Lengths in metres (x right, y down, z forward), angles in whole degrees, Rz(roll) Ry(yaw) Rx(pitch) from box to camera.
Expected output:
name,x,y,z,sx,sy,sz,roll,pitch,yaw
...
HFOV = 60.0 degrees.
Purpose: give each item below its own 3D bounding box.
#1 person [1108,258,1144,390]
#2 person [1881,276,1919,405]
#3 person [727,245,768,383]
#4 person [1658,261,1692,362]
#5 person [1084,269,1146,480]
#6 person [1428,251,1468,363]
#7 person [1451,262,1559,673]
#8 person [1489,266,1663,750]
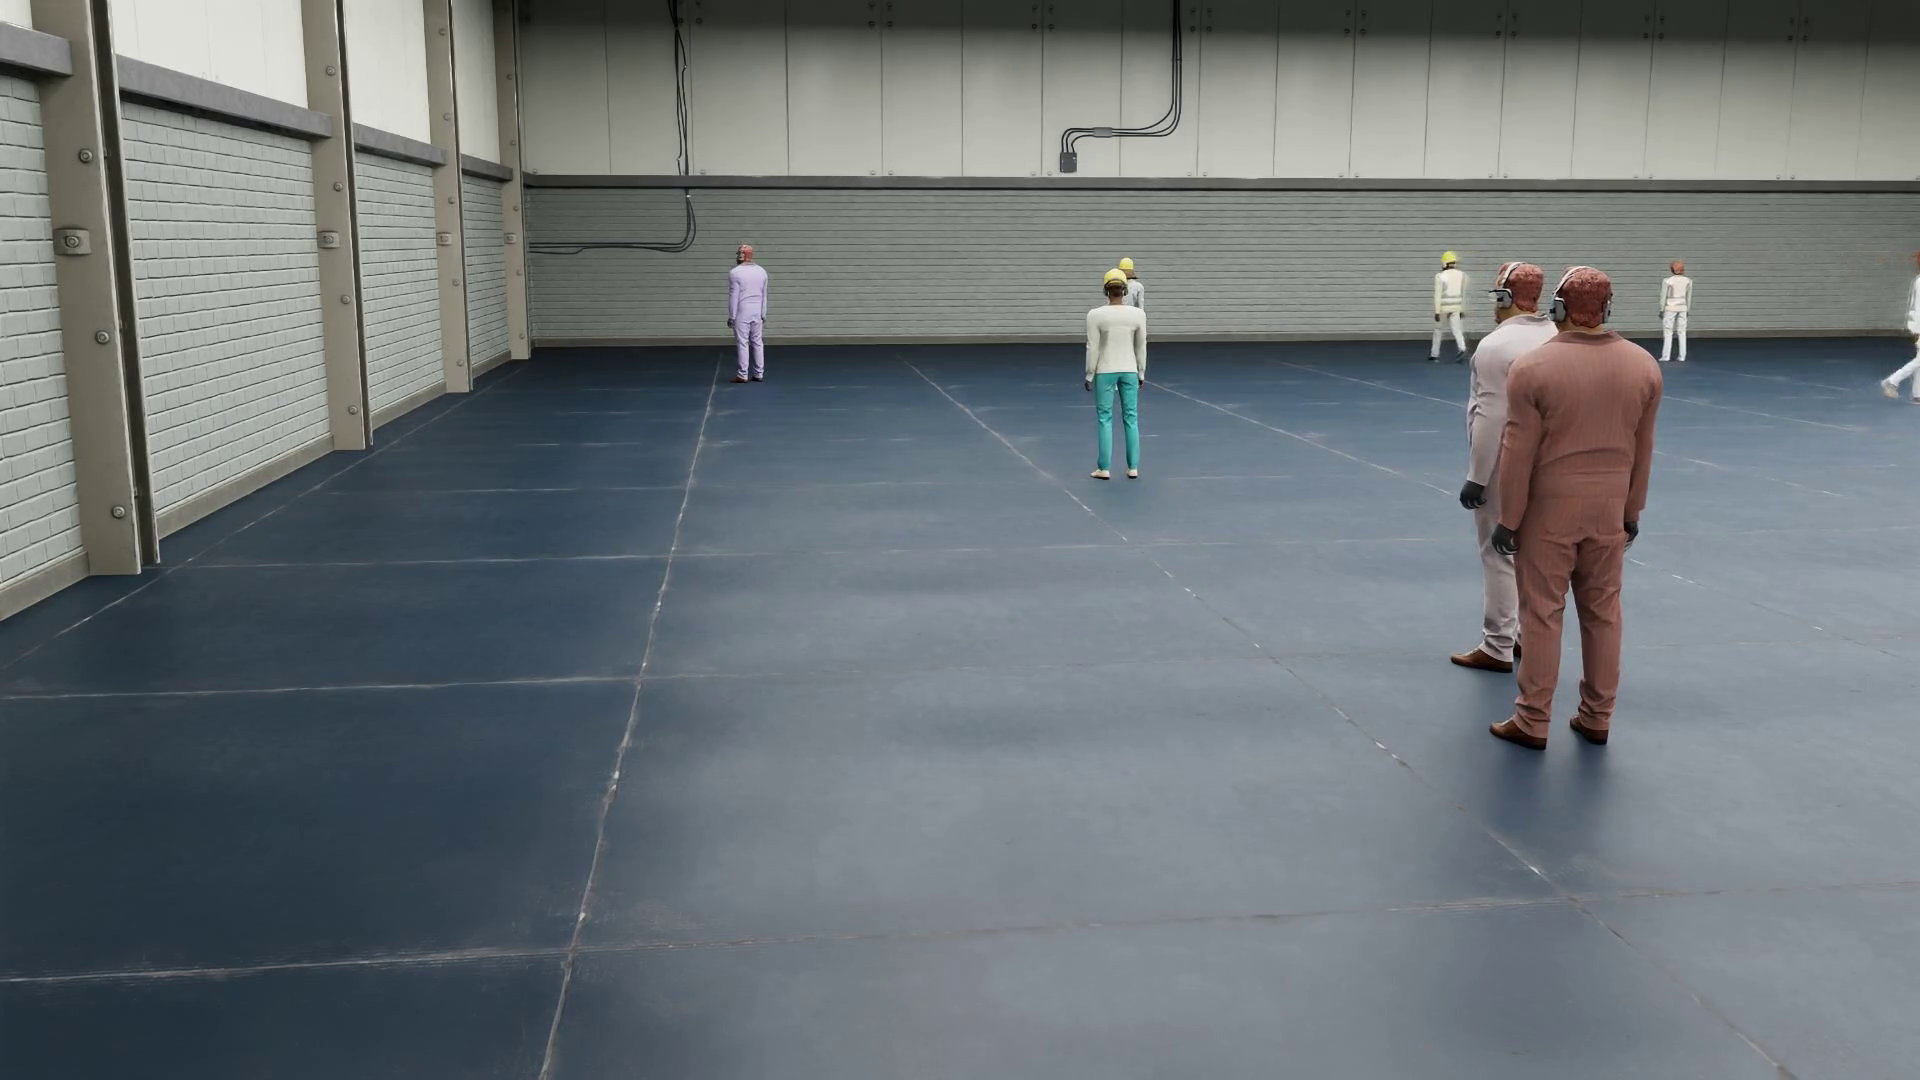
name,x,y,z,sx,sy,sz,roll,pitch,yaw
person,2.190,-2.864,22.087,0.494,1.743,0.302,-1,10,-7
person,11.549,-2.553,20.035,0.518,1.872,0.579,8,13,38
person,-2.976,-3.137,23.123,0.409,1.911,0.651,10,14,42
person,11.625,-3.709,27.049,0.509,1.630,0.314,-1,10,-5
person,1.295,-1.383,13.939,0.532,1.757,0.337,-2,11,-12
person,7.874,-3.731,26.699,0.593,1.807,0.871,-3,11,-14
person,2.569,-0.338,7.796,0.650,1.906,0.401,-8,13,-36
person,2.403,-0.117,6.584,0.643,1.909,0.410,-2,11,-12
